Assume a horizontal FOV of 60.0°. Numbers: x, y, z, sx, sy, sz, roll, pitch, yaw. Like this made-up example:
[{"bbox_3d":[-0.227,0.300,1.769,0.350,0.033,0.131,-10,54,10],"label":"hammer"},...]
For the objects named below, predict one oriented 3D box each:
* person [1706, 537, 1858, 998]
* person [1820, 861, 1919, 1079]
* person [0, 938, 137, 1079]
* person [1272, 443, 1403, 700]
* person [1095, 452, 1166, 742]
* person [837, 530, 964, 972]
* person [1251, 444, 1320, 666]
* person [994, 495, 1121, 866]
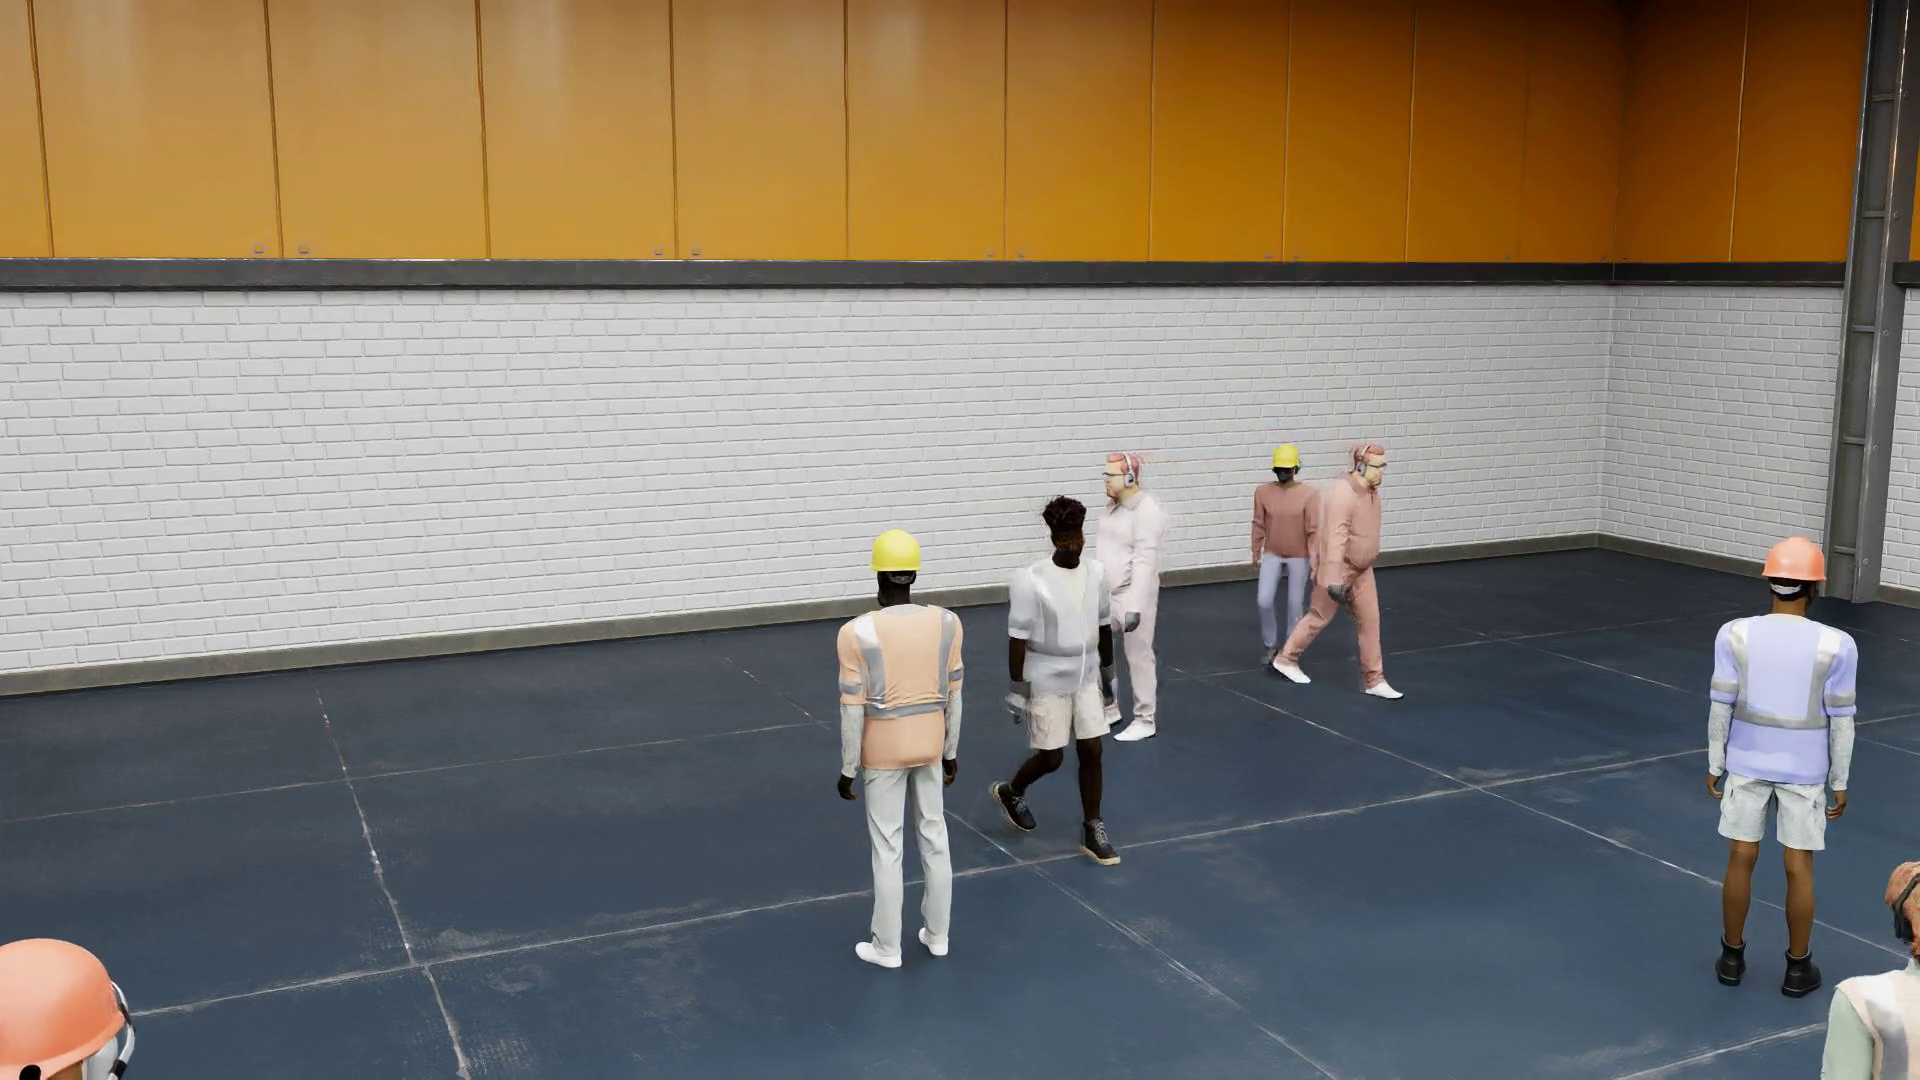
[{"bbox_3d":[3.453,0.947,7.022,0.551,1.932,0.377,6,11,32],"label":"person"},{"bbox_3d":[2.337,1.568,4.141,0.550,1.609,0.718,1,9,4],"label":"person"},{"bbox_3d":[-1.445,1.605,2.759,0.613,1.994,0.382,-1,9,-4],"label":"person"},{"bbox_3d":[2.734,0.197,12.006,0.995,1.843,0.645,9,13,43],"label":"person"},{"bbox_3d":[1.019,0.381,10.694,0.601,1.887,0.648,-5,10,-26],"label":"person"},{"bbox_3d":[-0.267,0.913,7.252,0.589,1.928,0.385,-5,10,-27],"label":"person"},{"bbox_3d":[2.473,0.133,12.654,0.541,1.742,0.409,4,10,22],"label":"person"},{"bbox_3d":[0.510,0.697,8.609,0.721,1.931,0.710,-6,11,-33],"label":"person"}]
